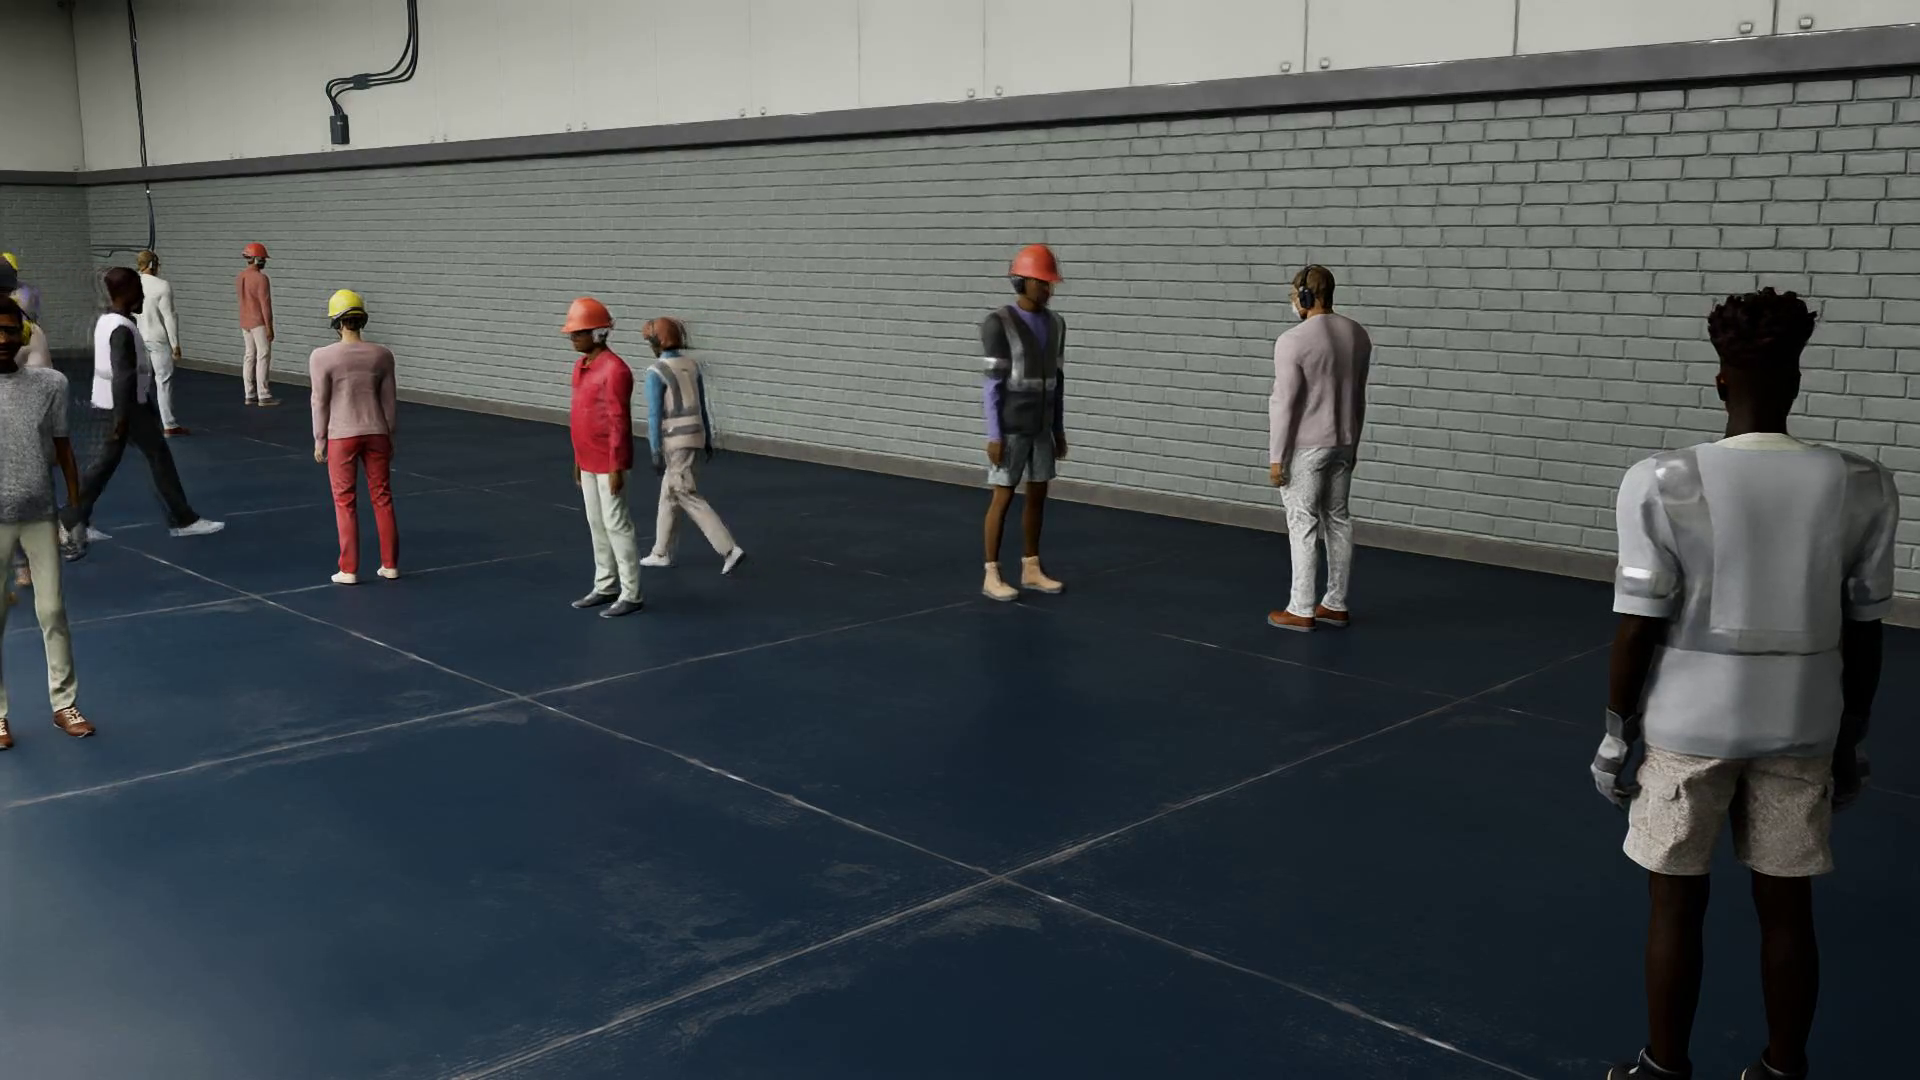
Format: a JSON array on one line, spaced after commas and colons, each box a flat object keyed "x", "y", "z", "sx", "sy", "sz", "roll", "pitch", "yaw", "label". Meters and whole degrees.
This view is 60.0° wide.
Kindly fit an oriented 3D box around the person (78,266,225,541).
[{"x": -5.672, "y": -0.920, "z": 11.336, "sx": 1.001, "sy": 1.874, "sz": 0.591, "roll": -8, "pitch": 13, "yaw": -36, "label": "person"}]

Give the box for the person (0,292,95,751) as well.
[{"x": -3.840, "y": -0.076, "z": 6.770, "sx": 0.507, "sy": 1.861, "sz": 0.328, "roll": -8, "pitch": 13, "yaw": -38, "label": "person"}]

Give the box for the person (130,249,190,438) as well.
[{"x": -8.311, "y": -2.015, "z": 17.126, "sx": 0.627, "sy": 1.935, "sz": 0.371, "roll": 2, "pitch": 11, "yaw": 12, "label": "person"}]

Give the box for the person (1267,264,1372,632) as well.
[{"x": 1.873, "y": -0.472, "z": 8.732, "sx": 0.634, "sy": 1.931, "sz": 0.373, "roll": -7, "pitch": 12, "yaw": -32, "label": "person"}]

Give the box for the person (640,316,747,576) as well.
[{"x": -1.658, "y": -0.576, "z": 10.201, "sx": 0.829, "sy": 1.597, "sz": 0.575, "roll": 4, "pitch": 11, "yaw": 21, "label": "person"}]

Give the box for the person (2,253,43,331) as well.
[{"x": -10.172, "y": -2.134, "z": 17.925, "sx": 0.613, "sy": 1.874, "sz": 0.983, "roll": -9, "pitch": 13, "yaw": -39, "label": "person"}]

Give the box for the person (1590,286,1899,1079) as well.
[{"x": 1.758, "y": 0.416, "z": 3.778, "sx": 0.614, "sy": 1.962, "sz": 0.362, "roll": 1, "pitch": 10, "yaw": 4, "label": "person"}]

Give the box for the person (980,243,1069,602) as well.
[{"x": 0.392, "y": -0.665, "z": 9.489, "sx": 0.606, "sy": 2.038, "sz": 0.401, "roll": -9, "pitch": 14, "yaw": -41, "label": "person"}]

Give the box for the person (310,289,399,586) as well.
[{"x": -3.617, "y": -0.611, "z": 9.955, "sx": 0.342, "sy": 1.756, "sz": 0.518, "roll": 10, "pitch": 14, "yaw": 43, "label": "person"}]

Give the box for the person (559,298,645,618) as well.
[{"x": -1.988, "y": -0.449, "z": 9.115, "sx": 0.362, "sy": 1.742, "sz": 0.560, "roll": -8, "pitch": 13, "yaw": -37, "label": "person"}]

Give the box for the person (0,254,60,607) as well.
[{"x": -5.467, "y": -0.668, "z": 9.489, "sx": 0.685, "sy": 2.000, "sz": 1.052, "roll": 0, "pitch": 10, "yaw": 2, "label": "person"}]

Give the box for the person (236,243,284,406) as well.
[{"x": -8.607, "y": -2.642, "z": 20.407, "sx": 0.617, "sy": 1.986, "sz": 0.408, "roll": 8, "pitch": 13, "yaw": 36, "label": "person"}]
